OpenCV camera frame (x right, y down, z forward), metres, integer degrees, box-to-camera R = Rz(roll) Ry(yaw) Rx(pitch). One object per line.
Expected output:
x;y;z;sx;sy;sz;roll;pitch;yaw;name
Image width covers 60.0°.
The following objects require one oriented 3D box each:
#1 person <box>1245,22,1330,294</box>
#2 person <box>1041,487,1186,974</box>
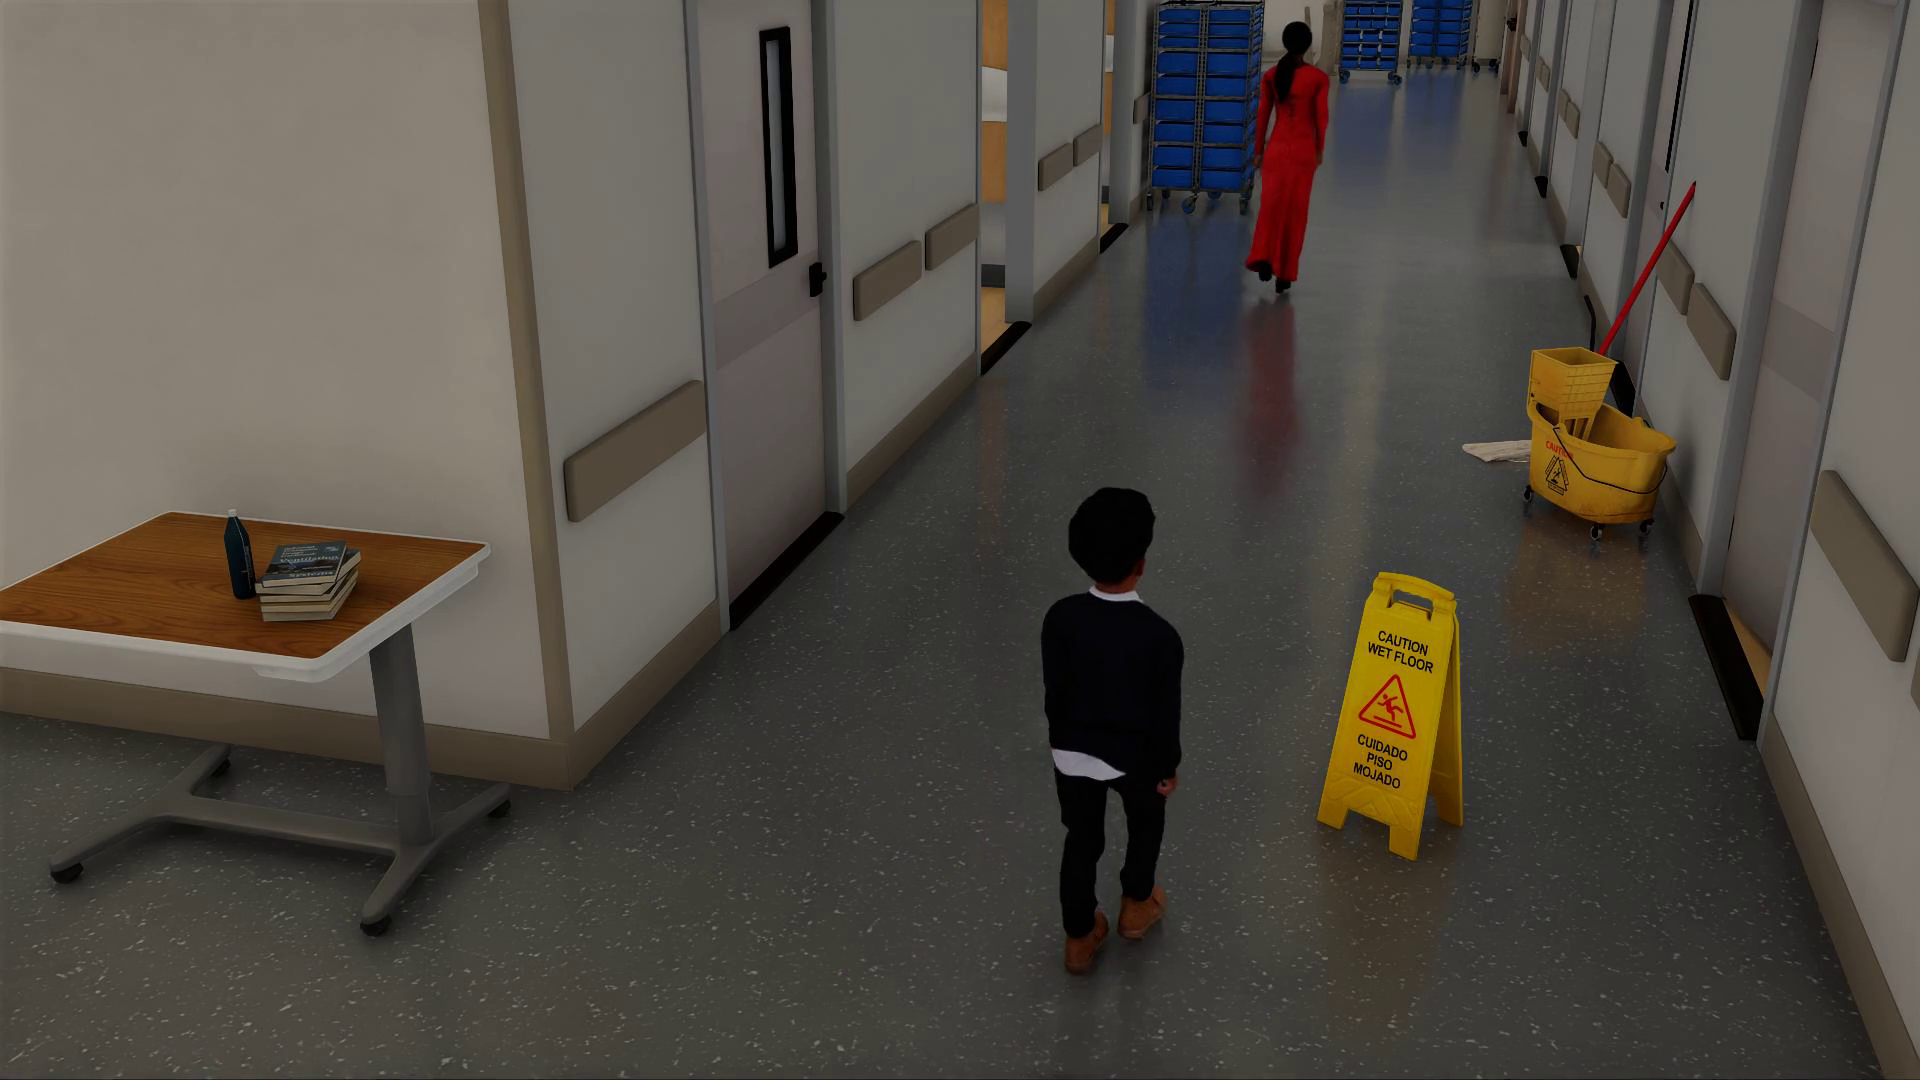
2.185;-2.524;11.125;0.662;1.768;0.722;9;22;22;person
0.339;0.487;3.957;0.553;1.213;0.624;8;22;20;person
